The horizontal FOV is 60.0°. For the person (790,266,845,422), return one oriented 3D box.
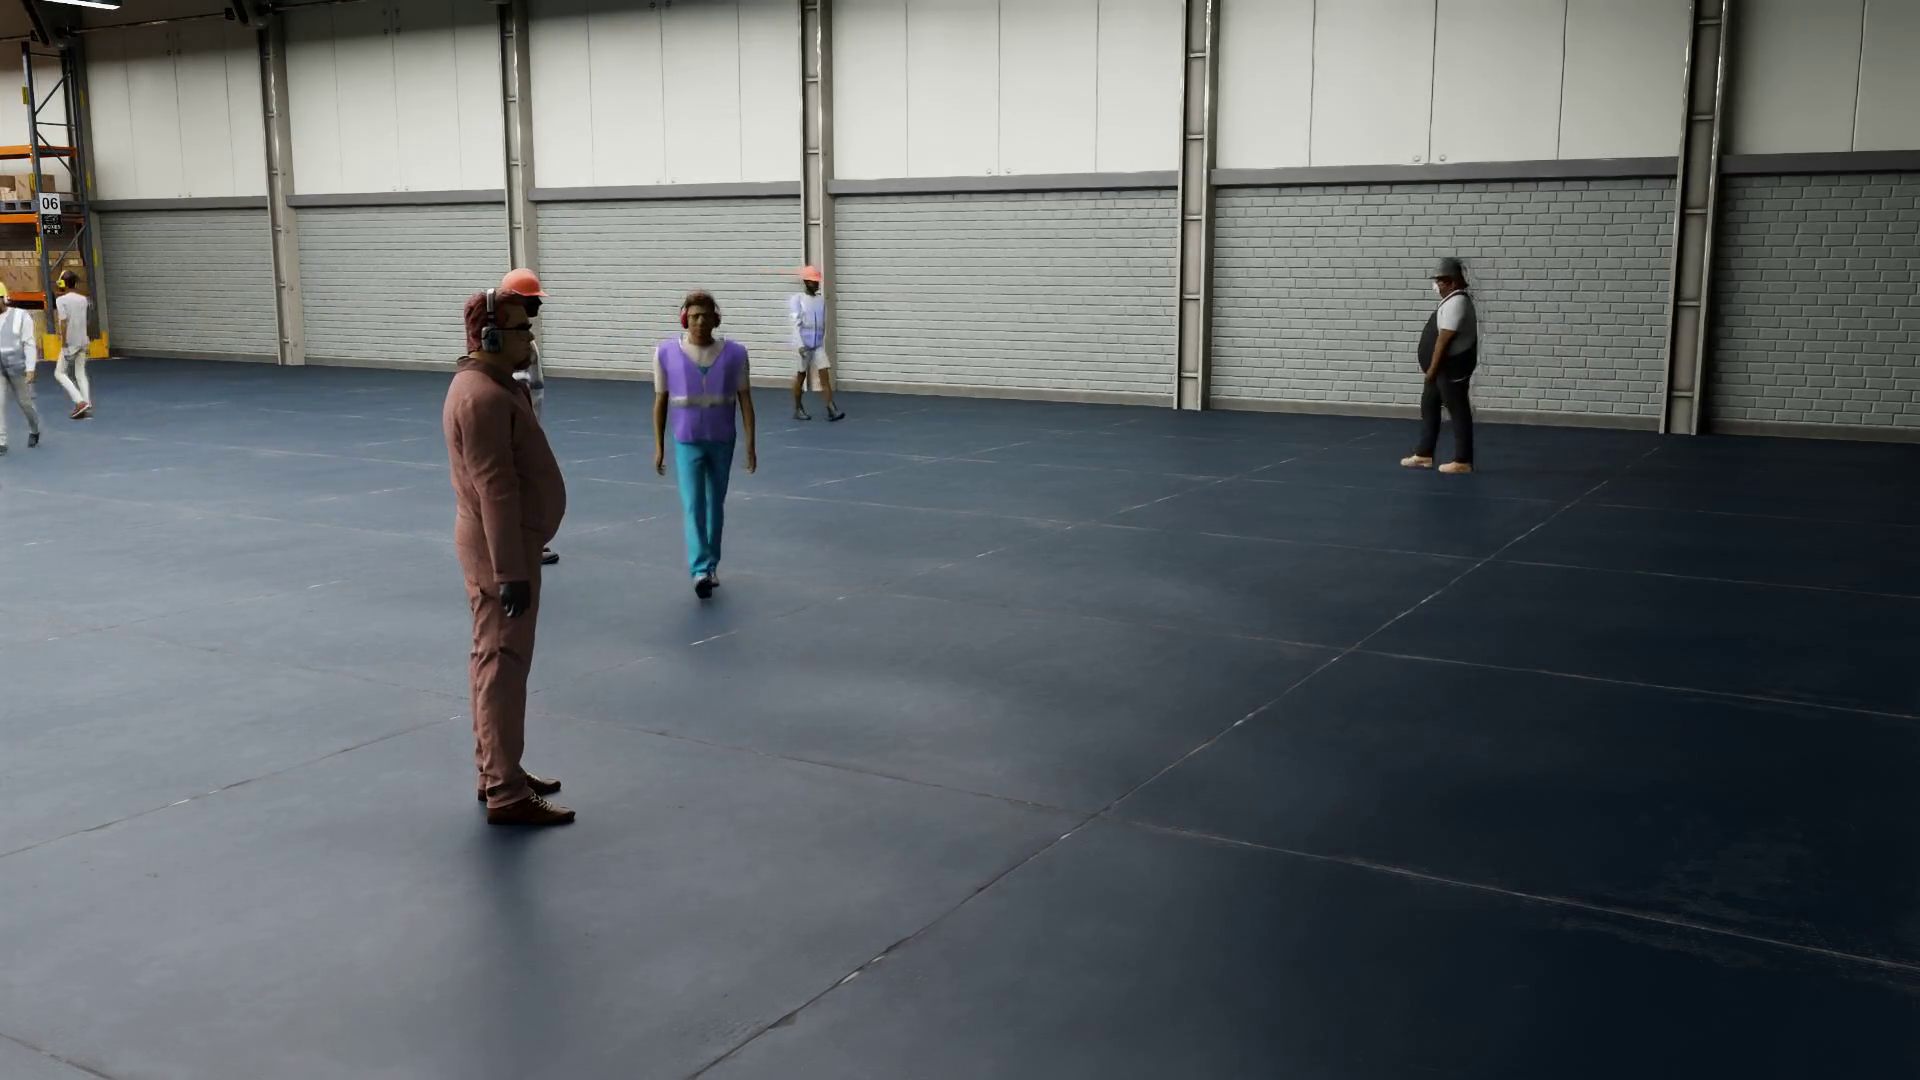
[{"bbox_3d":[-1.776,-2.385,20.336,0.554,1.897,0.851,-7,12,-37],"label":"person"}]

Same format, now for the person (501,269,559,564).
[{"bbox_3d":[-2.878,-0.810,10.981,0.369,1.939,0.542,-4,10,-20],"label":"person"}]

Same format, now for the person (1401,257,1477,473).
[{"bbox_3d":[4.482,-1.646,15.577,0.806,2.000,0.700,2,10,13],"label":"person"}]

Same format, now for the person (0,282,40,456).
[{"bbox_3d":[-9.823,-1.797,17.186,0.586,1.801,0.877,-3,10,-16],"label":"person"}]

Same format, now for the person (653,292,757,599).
[{"bbox_3d":[-1.504,-0.557,9.892,0.593,1.796,0.935,-3,10,-16],"label":"person"}]

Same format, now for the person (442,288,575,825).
[{"bbox_3d":[-1.619,0.060,5.978,0.410,1.909,0.643,-3,10,-19],"label":"person"}]

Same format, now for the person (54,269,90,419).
[{"bbox_3d":[-11.003,-2.414,20.617,0.408,1.851,0.524,3,10,18],"label":"person"}]
